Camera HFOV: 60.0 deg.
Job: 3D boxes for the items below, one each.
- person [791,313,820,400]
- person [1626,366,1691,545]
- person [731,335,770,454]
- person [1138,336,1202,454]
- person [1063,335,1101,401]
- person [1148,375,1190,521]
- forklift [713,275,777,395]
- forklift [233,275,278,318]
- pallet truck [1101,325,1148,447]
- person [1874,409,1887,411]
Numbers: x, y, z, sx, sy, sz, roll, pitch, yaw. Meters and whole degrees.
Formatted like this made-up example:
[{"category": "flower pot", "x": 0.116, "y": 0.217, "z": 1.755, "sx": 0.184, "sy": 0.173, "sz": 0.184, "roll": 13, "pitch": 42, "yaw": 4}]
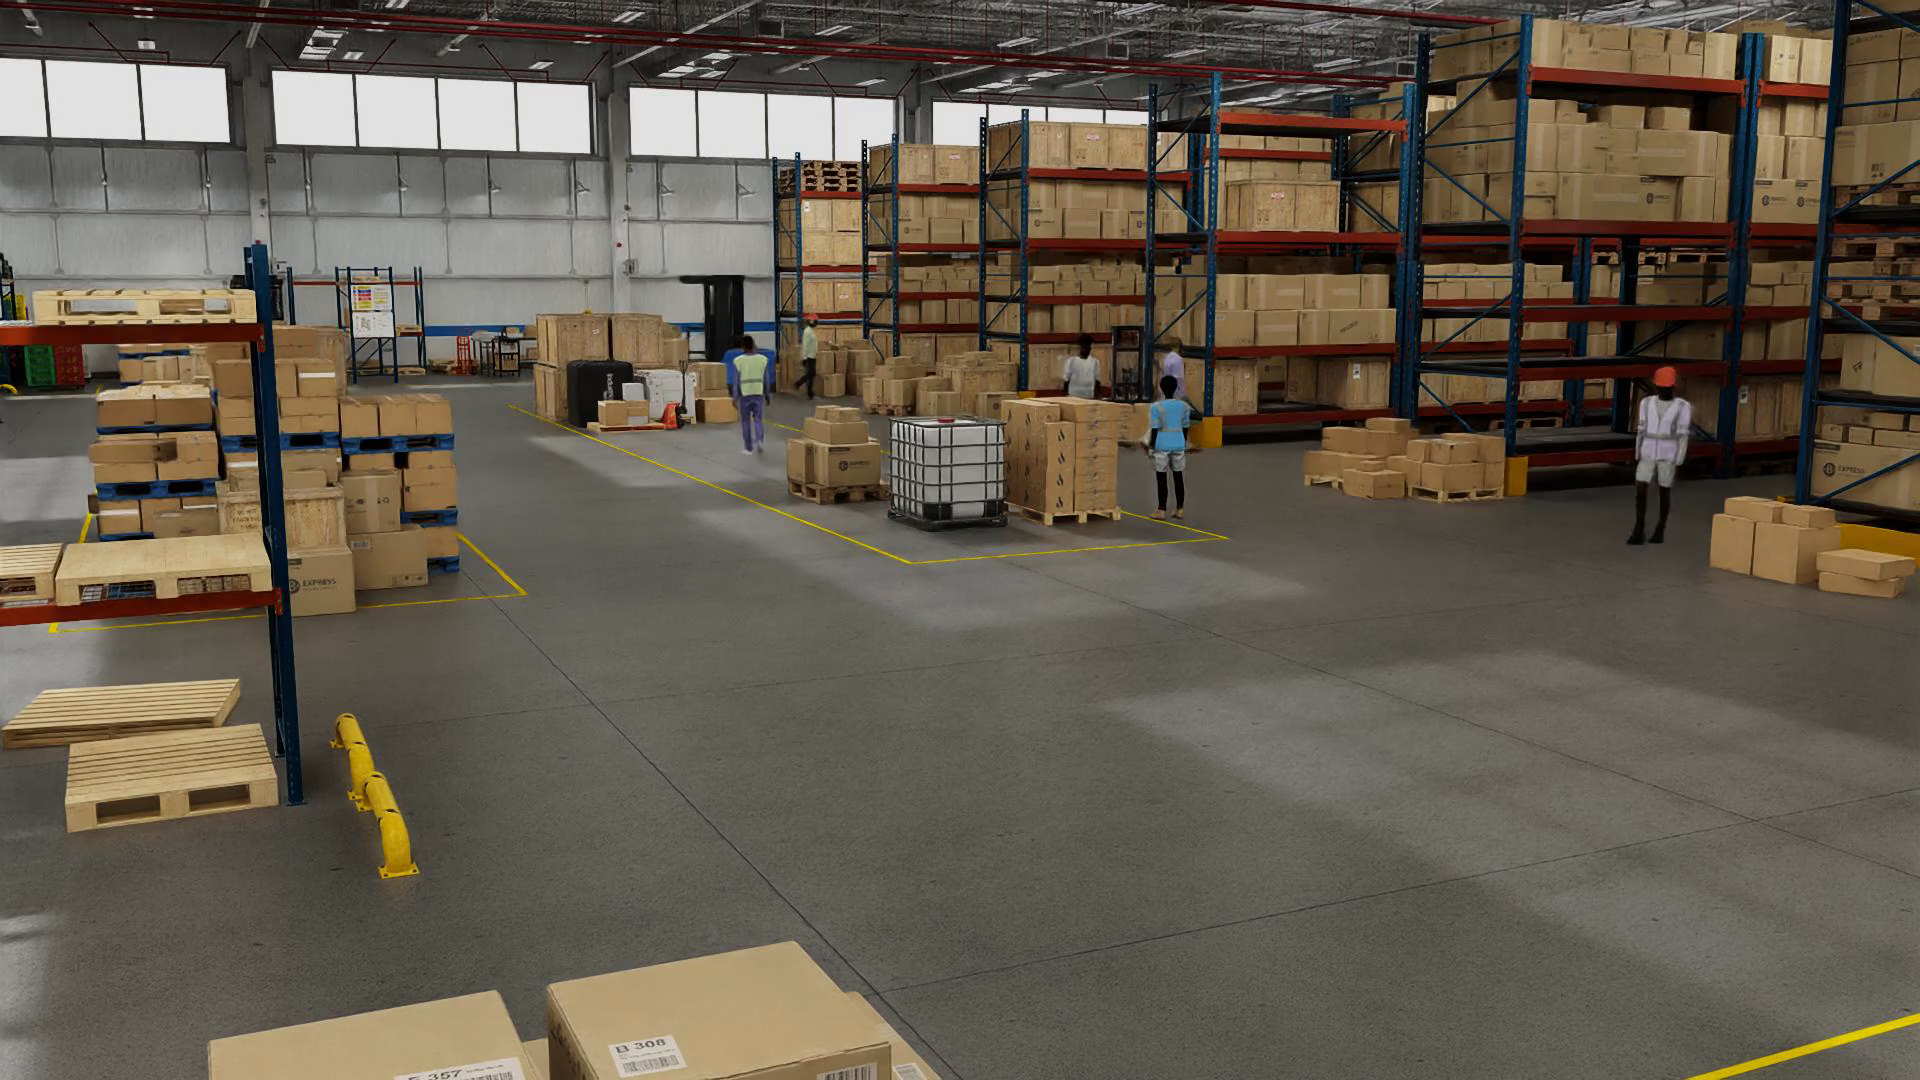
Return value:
[{"category": "person", "x": -3.482, "y": -4.150, "z": 37.639, "sx": 0.650, "sy": 1.975, "sz": 0.669, "roll": 1, "pitch": 9, "yaw": 7}, {"category": "person", "x": 7.336, "y": -0.868, "z": 17.482, "sx": 0.557, "sy": 1.901, "sz": 0.842, "roll": 7, "pitch": 12, "yaw": 38}, {"category": "person", "x": -3.313, "y": -2.288, "z": 26.303, "sx": 0.636, "sy": 1.902, "sz": 0.538, "roll": -4, "pitch": 10, "yaw": -25}, {"category": "person", "x": 3.331, "y": -2.286, "z": 26.367, "sx": 0.992, "sy": 1.888, "sz": 0.660, "roll": 0, "pitch": 9, "yaw": 2}, {"category": "person", "x": 1.925, "y": -2.273, "z": 26.232, "sx": 0.610, "sy": 1.908, "sz": 1.022, "roll": -5, "pitch": 10, "yaw": -26}, {"category": "person", "x": 2.428, "y": -1.071, "z": 19.382, "sx": 0.542, "sy": 1.699, "sz": 0.316, "roll": -4, "pitch": 10, "yaw": -26}, {"category": "forklift", "x": -5.320, "y": -4.766, "z": 38.655, "sx": 1.873, "sy": 2.768, "sz": 1.129, "roll": 4, "pitch": 10, "yaw": 22}, {"category": "forklift", "x": -16.118, "y": -4.697, "z": 38.226, "sx": 1.129, "sy": 2.768, "sz": 1.873, "roll": -4, "pitch": 10, "yaw": -25}, {"category": "pallet truck", "x": 2.881, "y": -2.596, "z": 27.923, "sx": 0.823, "sy": 1.965, "sz": 1.885, "roll": -1, "pitch": 9, "yaw": -7}, {"category": "person", "x": 12.185, "y": -1.517, "z": 21.560, "sx": 0.433, "sy": 1.888, "sz": 0.665, "roll": -3, "pitch": 10, "yaw": -21}]
